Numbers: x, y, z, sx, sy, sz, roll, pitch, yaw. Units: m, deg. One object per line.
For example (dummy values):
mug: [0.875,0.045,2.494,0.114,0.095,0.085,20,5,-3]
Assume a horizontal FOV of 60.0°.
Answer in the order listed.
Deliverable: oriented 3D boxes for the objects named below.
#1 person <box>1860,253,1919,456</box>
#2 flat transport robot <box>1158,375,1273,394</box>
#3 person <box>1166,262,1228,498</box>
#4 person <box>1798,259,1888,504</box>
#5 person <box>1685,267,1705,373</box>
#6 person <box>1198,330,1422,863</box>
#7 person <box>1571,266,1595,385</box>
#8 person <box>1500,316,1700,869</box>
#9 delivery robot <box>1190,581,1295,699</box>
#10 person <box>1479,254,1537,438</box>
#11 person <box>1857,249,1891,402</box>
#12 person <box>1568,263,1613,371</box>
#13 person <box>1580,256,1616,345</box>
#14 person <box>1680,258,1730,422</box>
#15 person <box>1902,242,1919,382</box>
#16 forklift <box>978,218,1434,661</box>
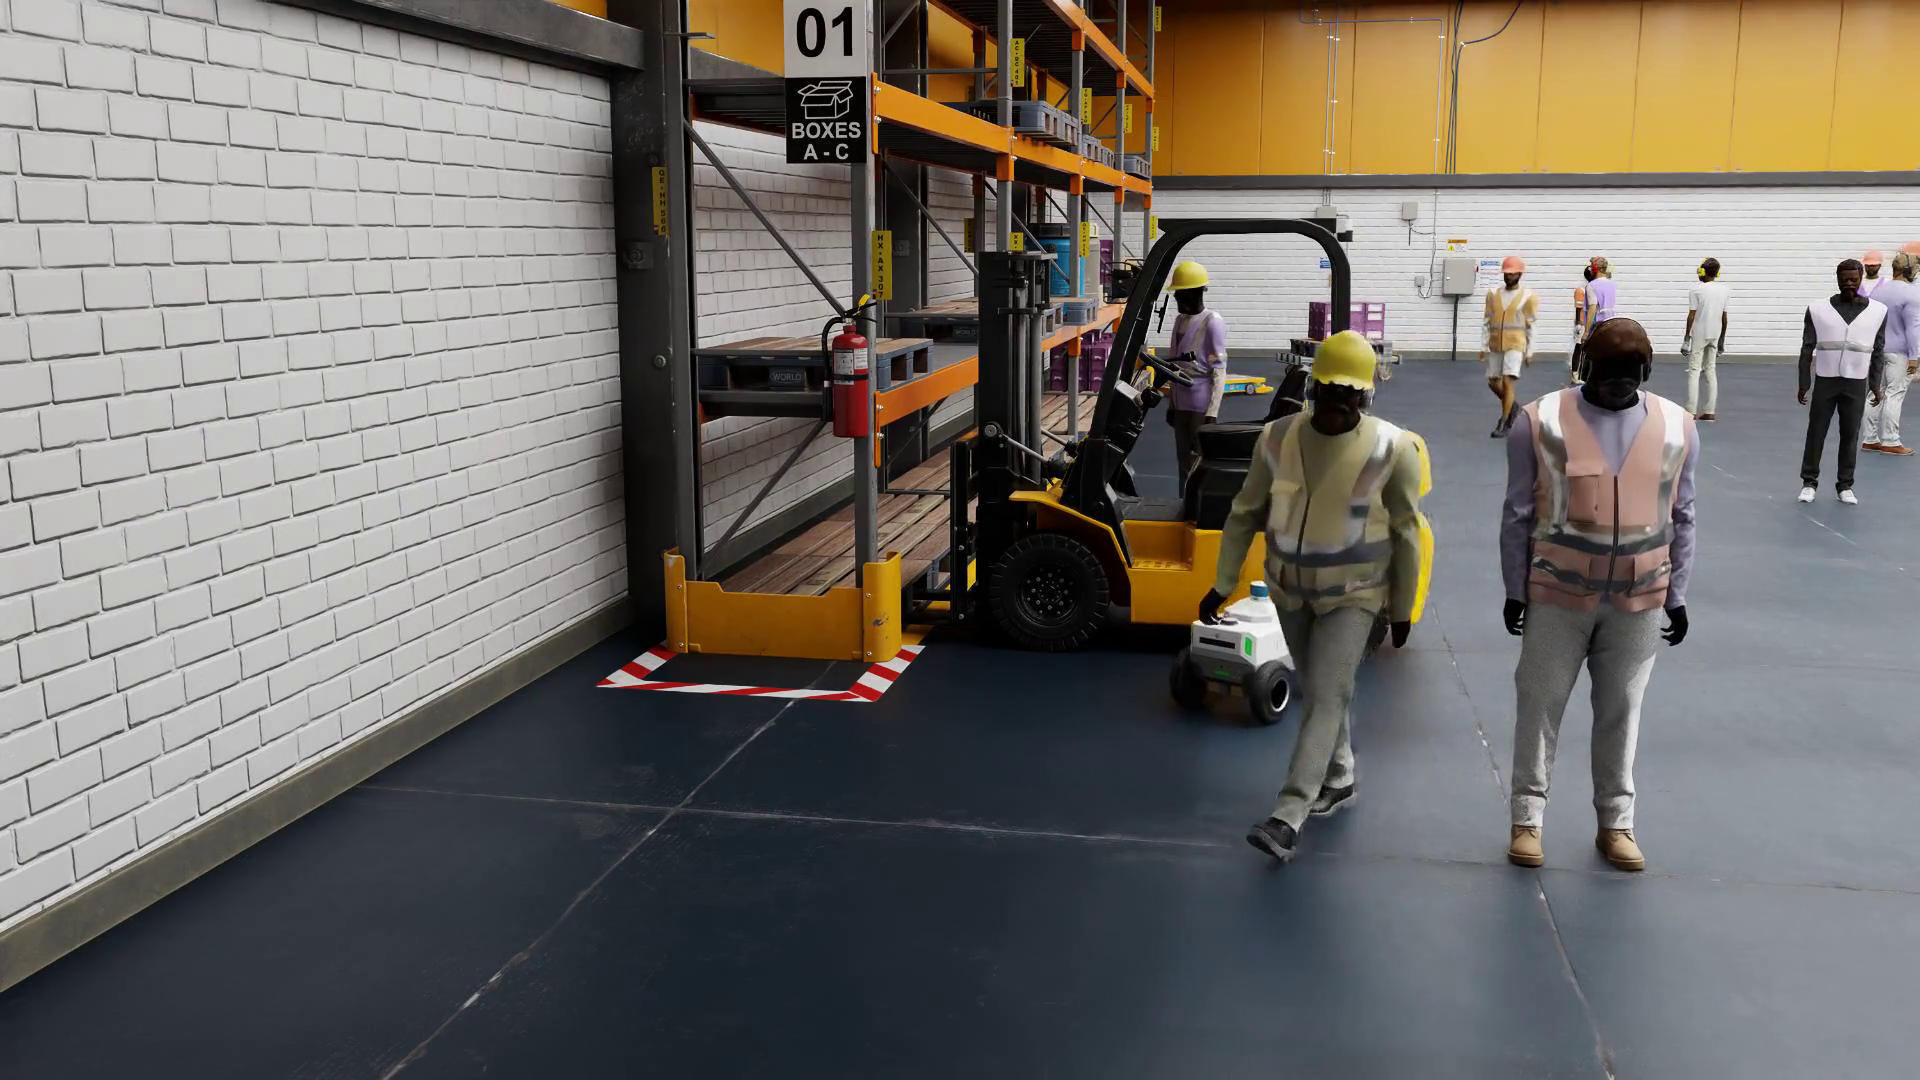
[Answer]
person: [8.965,-1.778,15.971,0.355,1.938,0.637,-2,10,-8]
flat transport robot: [3.401,-2.056,22.071,1.431,0.197,0.652,-6,12,-31]
person: [1.592,-0.937,11.409,0.383,1.921,0.585,-4,11,-22]
person: [6.928,-1.243,13.097,0.599,1.917,0.376,4,11,20]
person: [11.466,-3.401,25.691,0.523,1.638,0.311,-6,12,-28]
person: [1.191,0.179,5.666,0.622,1.771,0.959,9,14,40]
person: [8.920,-3.051,23.614,0.530,1.697,0.321,-6,12,-29]
person: [2.108,0.182,5.515,0.622,1.838,0.429,1,10,7]
delivery robot: [1.342,0.426,7.427,0.477,0.478,0.707,9,14,41]
person: [5.804,-2.054,17.544,0.549,1.915,0.736,9,14,40]
person: [11.317,-2.652,20.770,0.551,1.934,0.374,8,13,38]
person: [9.896,-3.468,25.879,0.865,1.706,0.497,-4,11,-21]
person: [8.040,-2.639,20.948,0.565,1.845,0.385,-8,13,-39]
person: [8.452,-2.265,18.896,0.522,1.854,0.337,-2,11,-10]
person: [13.731,-3.279,24.028,0.947,1.998,0.621,4,11,21]
forklift: [1.285,-0.567,8.635,2.313,2.155,1.214,2,11,11]
